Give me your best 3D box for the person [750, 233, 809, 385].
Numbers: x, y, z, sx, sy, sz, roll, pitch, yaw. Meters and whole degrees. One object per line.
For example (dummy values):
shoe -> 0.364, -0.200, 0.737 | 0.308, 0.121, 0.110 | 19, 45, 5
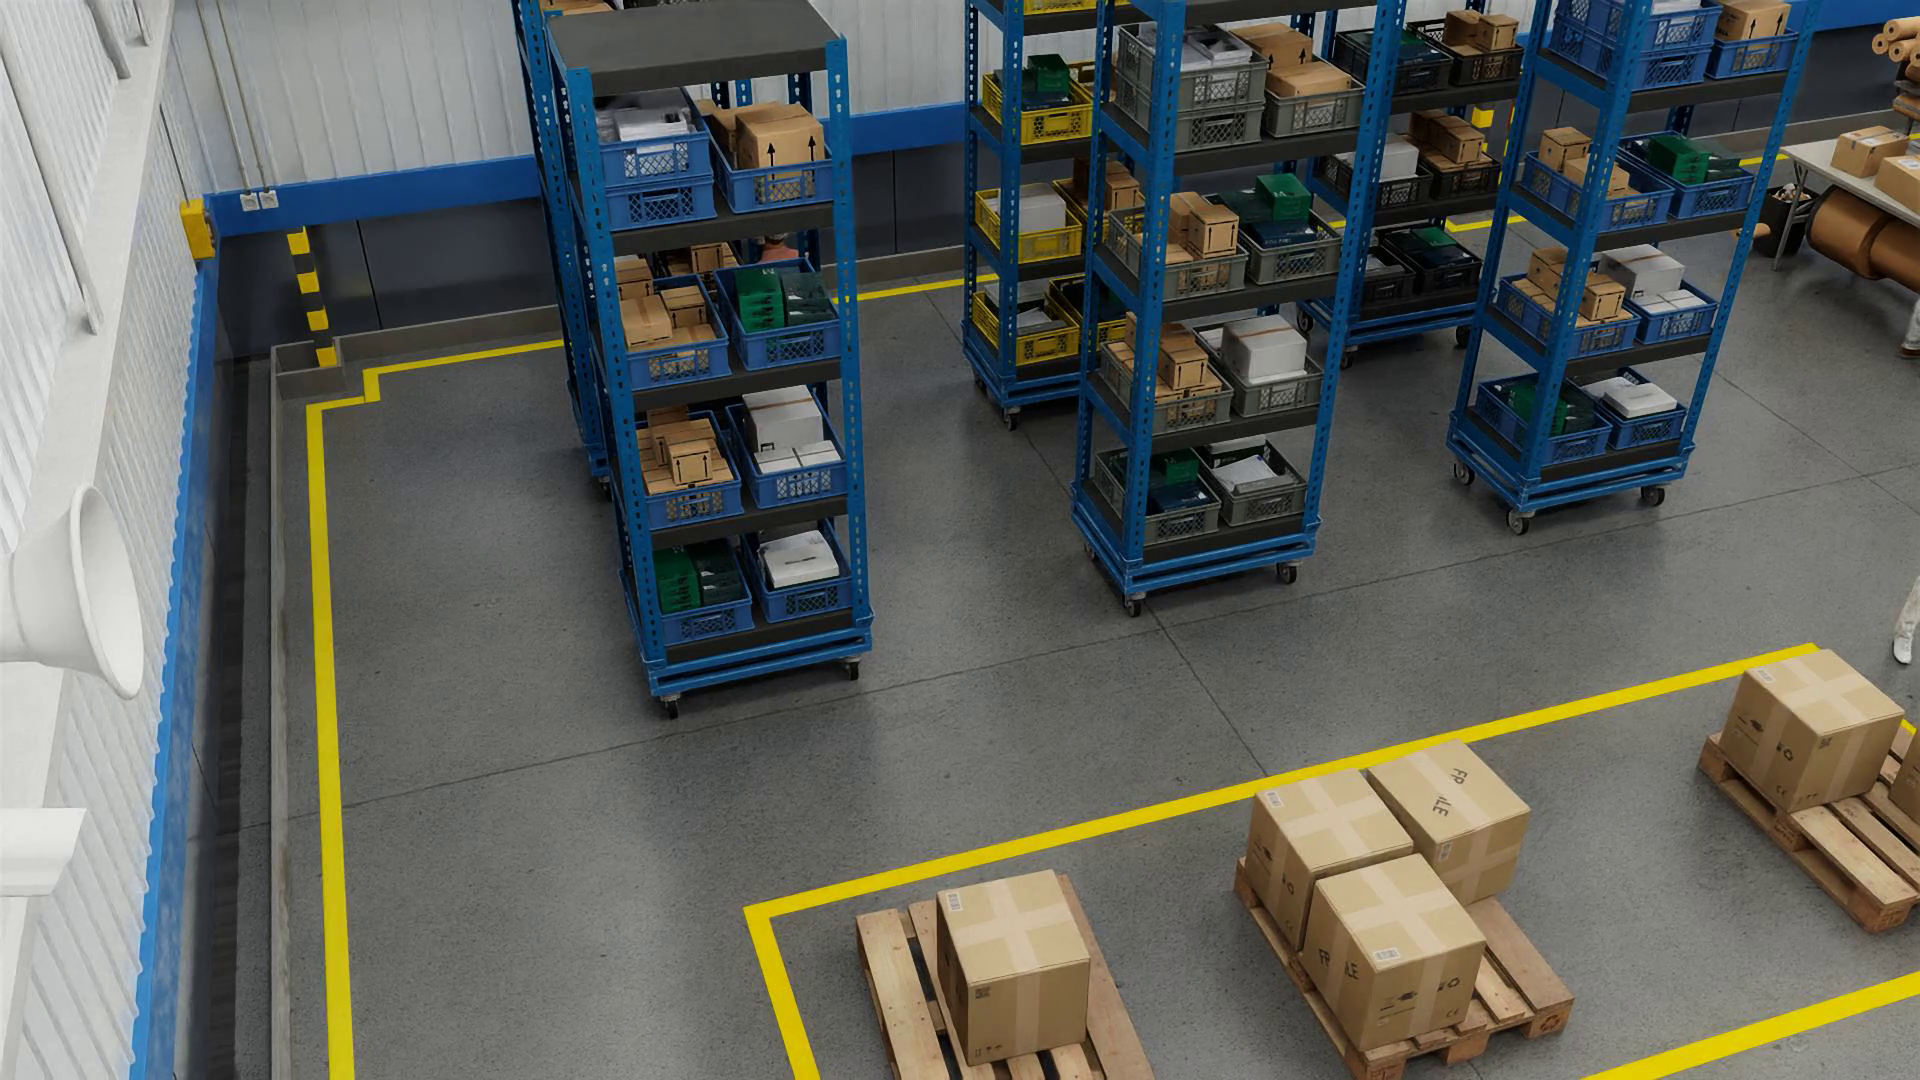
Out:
person -> -1.112, -1.159, 10.205 | 0.622, 1.982, 0.412 | -30, 45, -35

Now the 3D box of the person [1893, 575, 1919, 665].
person -> 5.458, -0.032, 8.895 | 0.515, 1.641, 0.315 | 3, 35, 4

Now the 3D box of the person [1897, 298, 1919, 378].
person -> 7.006, -2.035, 11.493 | 0.370, 1.930, 0.629 | -1, 35, -1
